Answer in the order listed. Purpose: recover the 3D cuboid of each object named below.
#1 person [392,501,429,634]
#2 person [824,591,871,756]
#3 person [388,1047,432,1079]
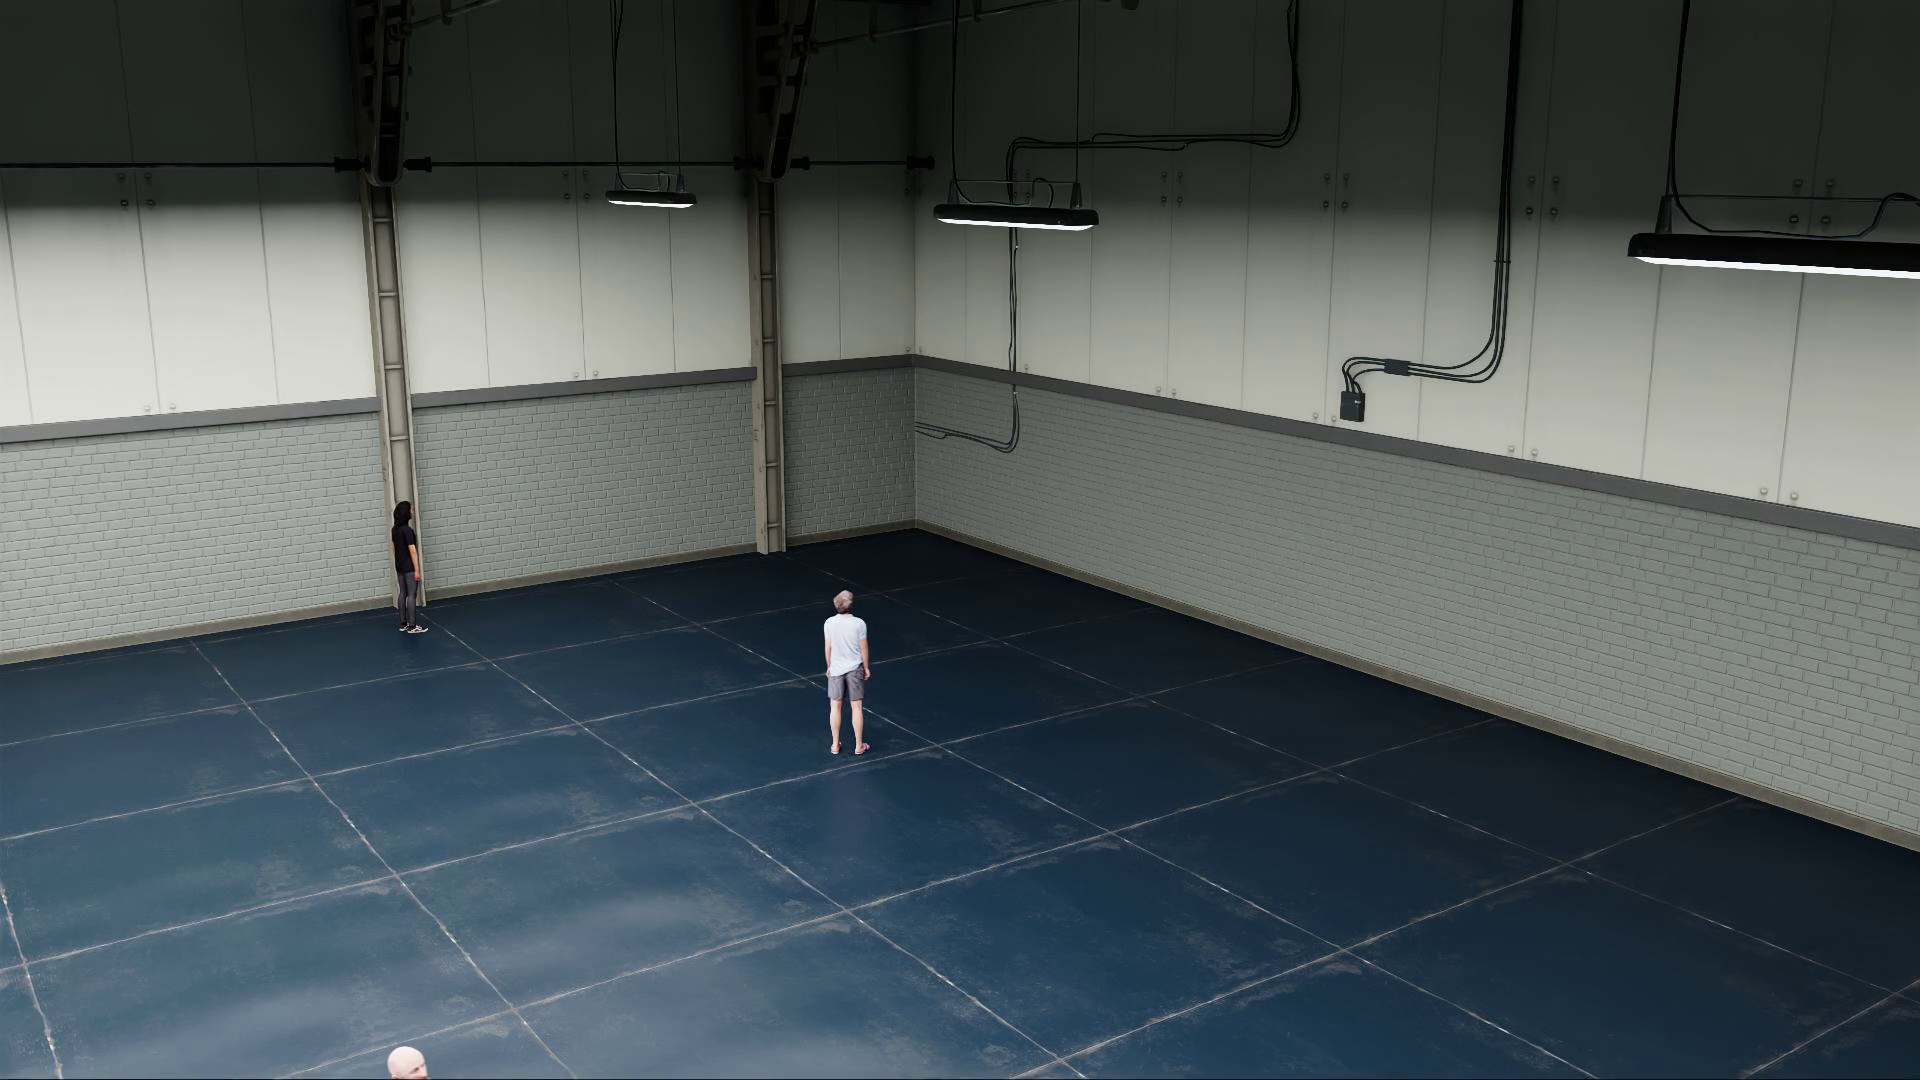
[{"bbox_3d":[-7.619,0.356,22.874,0.688,1.834,0.604,11,17,39],"label":"person"},{"bbox_3d":[-1.246,1.442,18.188,0.719,1.832,0.790,2,13,7],"label":"person"},{"bbox_3d":[-2.951,3.572,8.981,0.826,1.837,0.724,5,14,19],"label":"person"}]
